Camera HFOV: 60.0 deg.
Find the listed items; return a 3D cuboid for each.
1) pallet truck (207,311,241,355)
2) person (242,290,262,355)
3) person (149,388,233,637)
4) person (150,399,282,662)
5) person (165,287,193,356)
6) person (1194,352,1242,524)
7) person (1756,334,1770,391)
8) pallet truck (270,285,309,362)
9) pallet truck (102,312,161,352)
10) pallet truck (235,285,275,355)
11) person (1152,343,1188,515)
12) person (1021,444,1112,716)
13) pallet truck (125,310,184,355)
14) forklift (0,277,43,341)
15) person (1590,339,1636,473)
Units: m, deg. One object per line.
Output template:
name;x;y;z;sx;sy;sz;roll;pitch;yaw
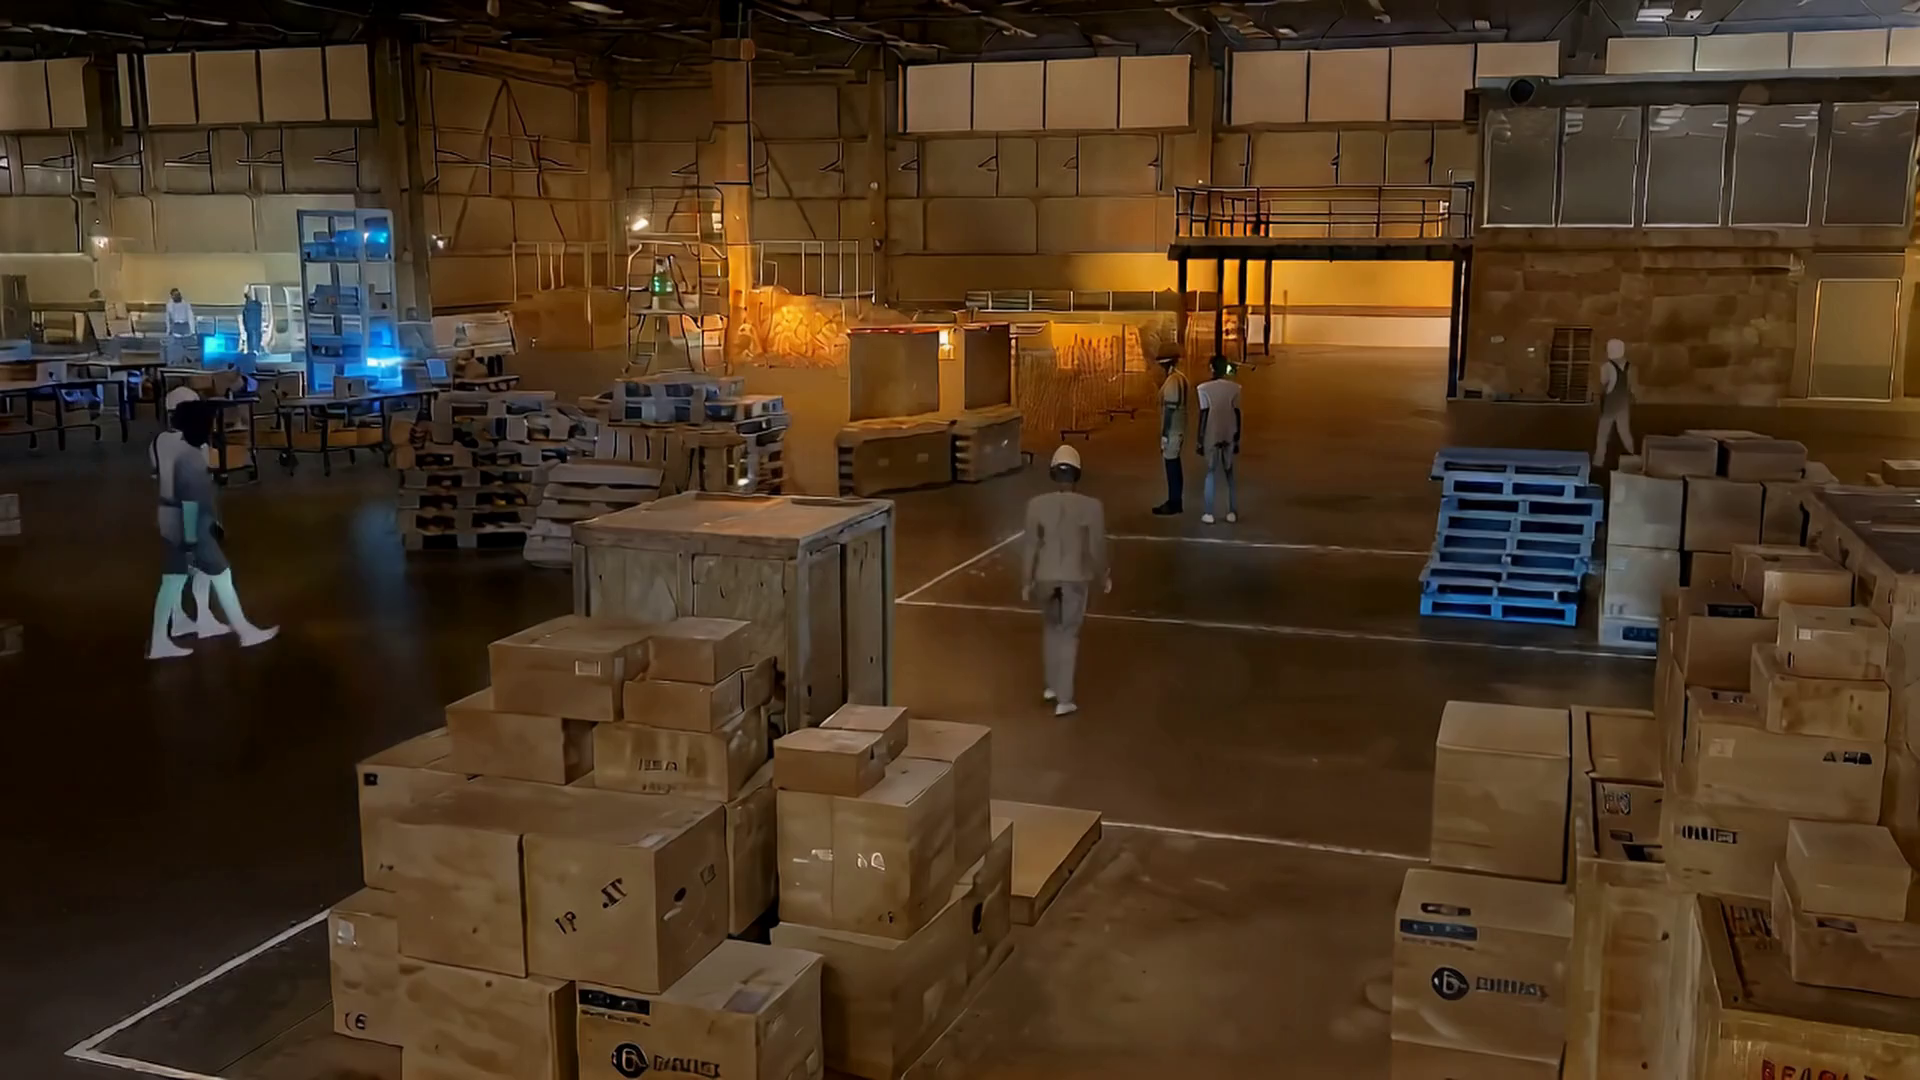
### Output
pallet truck;-19.537;-5.575;44.913;0.653;1.274;1.630;3;11;19
person;-17.929;-5.366;42.036;0.407;1.910;0.639;1;10;6
person;-5.987;-0.214;12.936;0.549;1.936;0.377;4;11;21
person;-5.547;-0.081;12.237;0.624;1.917;0.976;10;14;44
person;-18.461;-4.944;39.316;0.603;2.036;0.395;-9;14;-42
person;2.822;-1.110;18.173;0.532;1.869;0.311;-1;10;-4
person;15.512;-3.480;32.149;0.280;1.634;0.507;-2;10;-14
pallet truck;-17.147;-5.700;43.663;0.823;1.965;1.885;3;11;17
pallet truck;-23.057;-5.777;46.261;0.680;1.201;1.601;3;11;19
pallet truck;-18.327;-5.835;44.421;0.823;1.965;1.885;4;11;23
person;2.371;-1.249;18.767;0.355;1.938;0.543;4;11;21
person;0.702;0.246;10.884;0.536;1.740;0.678;4;11;23
pallet truck;-22.038;-5.665;45.457;0.704;1.261;1.522;3;11;17
forklift;-27.151;-6.329;46.328;1.157;1.987;2.680;3;11;17
person;8.642;-1.729;21.857;0.509;1.814;0.956;-1;10;-6
